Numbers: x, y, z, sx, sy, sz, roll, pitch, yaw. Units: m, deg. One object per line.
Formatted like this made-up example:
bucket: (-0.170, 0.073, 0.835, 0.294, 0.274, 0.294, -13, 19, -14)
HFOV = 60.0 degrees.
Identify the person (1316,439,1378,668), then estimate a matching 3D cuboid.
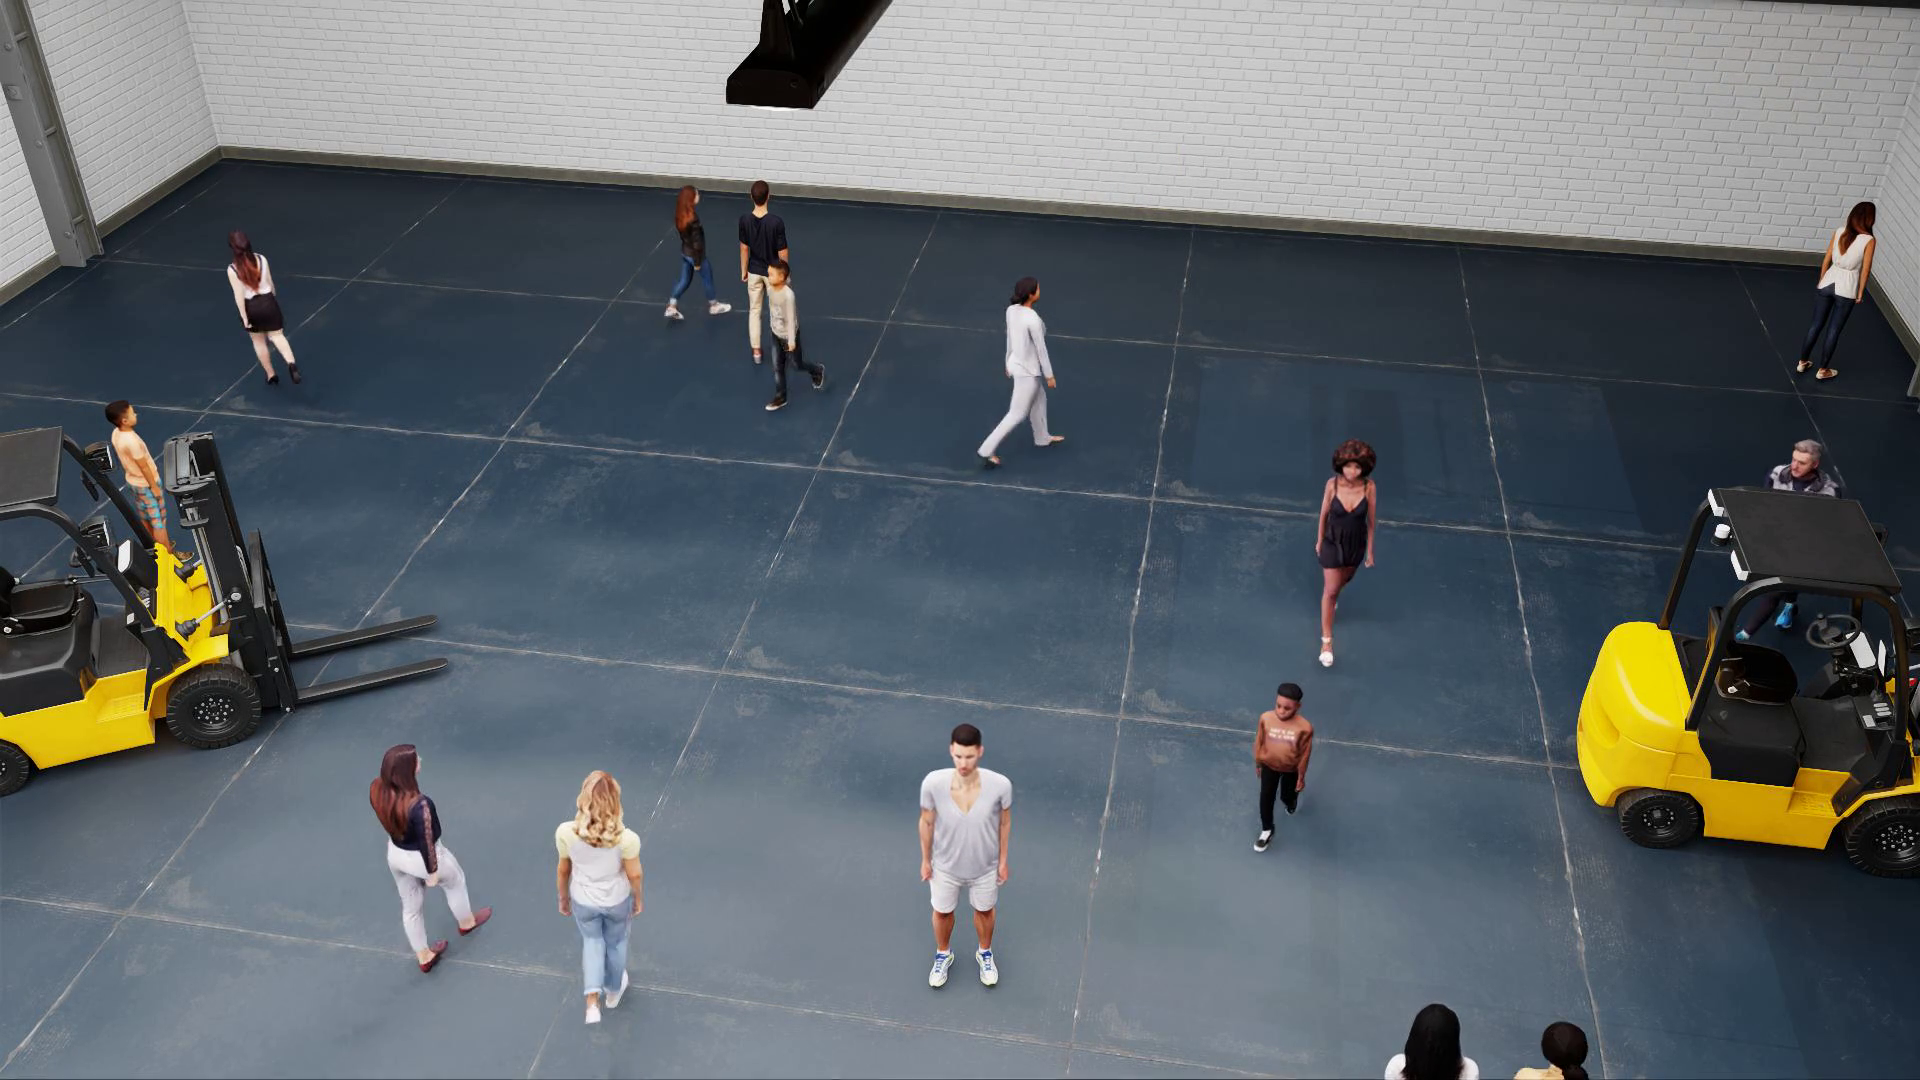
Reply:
person: (2.851, 0.007, 12.359, 0.642, 1.749, 1.103, 1, 34, 2)

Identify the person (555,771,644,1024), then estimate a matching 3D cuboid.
person: (-2.001, 2.073, 9.290, 0.733, 1.706, 0.853, -2, 34, -3)

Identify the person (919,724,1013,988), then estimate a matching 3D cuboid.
person: (0.032, 1.803, 9.561, 0.721, 1.856, 0.641, -1, 34, -1)

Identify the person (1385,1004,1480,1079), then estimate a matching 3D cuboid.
person: (2.226, 2.883, 8.076, 0.651, 1.701, 0.597, 0, 34, -1)

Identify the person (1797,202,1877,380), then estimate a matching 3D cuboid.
person: (8.421, -2.401, 15.948, 0.736, 1.785, 0.677, -22, 39, -29)

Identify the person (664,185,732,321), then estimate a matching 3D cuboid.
person: (-2.797, -2.914, 17.017, 1.012, 1.456, 0.929, -24, 40, -31)

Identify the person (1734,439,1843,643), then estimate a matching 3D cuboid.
person: (6.233, 0.020, 12.343, 1.281, 1.745, 1.243, -23, 40, -30)

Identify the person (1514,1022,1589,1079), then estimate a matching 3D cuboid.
person: (2.777, 2.984, 7.974, 0.569, 1.645, 0.589, 6, 34, 9)

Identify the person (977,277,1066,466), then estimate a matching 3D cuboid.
person: (0.506, -1.451, 14.596, 1.112, 1.700, 1.177, -14, 36, -20)

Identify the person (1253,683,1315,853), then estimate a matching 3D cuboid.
person: (2.091, 1.413, 10.701, 0.635, 1.243, 0.811, 15, 36, 21)

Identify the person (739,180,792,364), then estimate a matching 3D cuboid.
person: (-1.891, -2.594, 16.180, 0.630, 1.851, 0.540, 6, 34, 9)

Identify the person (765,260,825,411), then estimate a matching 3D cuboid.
person: (-1.574, -1.936, 15.559, 0.845, 1.443, 0.996, 26, 42, 33)

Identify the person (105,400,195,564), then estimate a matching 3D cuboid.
person: (-6.552, -0.464, 13.327, 0.601, 1.461, 0.623, 24, 41, 32)

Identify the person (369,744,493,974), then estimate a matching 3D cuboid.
person: (-3.198, 1.887, 9.677, 0.716, 1.586, 0.863, 15, 37, 22)

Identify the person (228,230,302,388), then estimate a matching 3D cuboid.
person: (-6.543, -2.118, 15.662, 0.900, 1.631, 0.908, -29, 43, -36)
